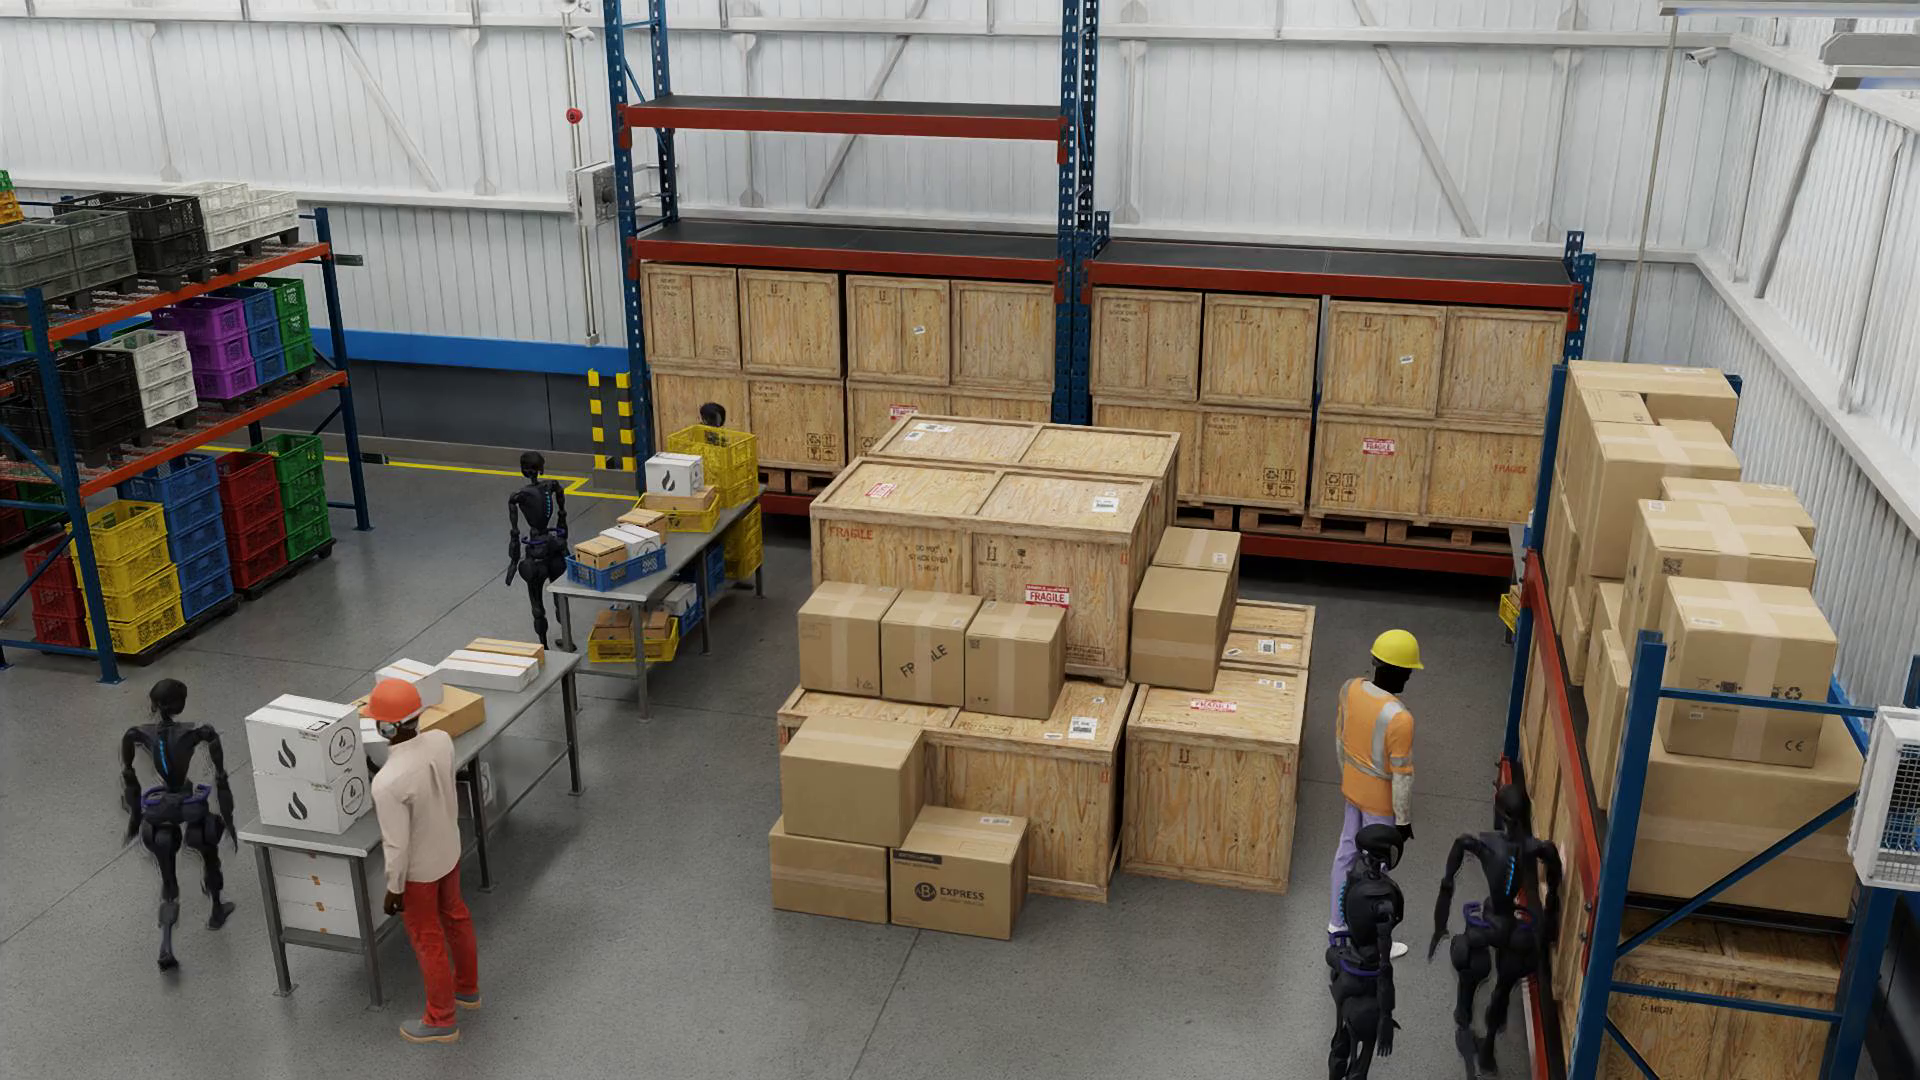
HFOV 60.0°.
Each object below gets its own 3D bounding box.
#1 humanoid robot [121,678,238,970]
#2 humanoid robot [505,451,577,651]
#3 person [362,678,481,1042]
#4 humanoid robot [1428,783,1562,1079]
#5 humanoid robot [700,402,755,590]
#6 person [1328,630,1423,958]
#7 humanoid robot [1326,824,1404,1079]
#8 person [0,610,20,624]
[{"bbox_3d":[-4.314,1.537,9.131,0.611,1.631,0.718,-4,21,-9],"label":"humanoid robot"},{"bbox_3d":[-3.218,0.111,12.764,0.312,1.657,0.608,13,25,31],"label":"humanoid robot"},{"bbox_3d":[-2.733,1.614,8.407,0.392,1.994,0.610,5,22,13],"label":"person"},{"bbox_3d":[2.586,1.946,8.004,0.581,1.634,0.624,2,21,5],"label":"humanoid robot"},{"bbox_3d":[-2.090,-0.380,14.100,0.633,1.642,0.594,2,21,5],"label":"humanoid robot"},{"bbox_3d":[2.282,1.385,9.116,0.378,1.916,0.585,-8,22,-21],"label":"person"},{"bbox_3d":[1.875,2.047,7.698,0.318,1.657,0.603,-1,21,-4],"label":"humanoid robot"},{"bbox_3d":[-7.807,-0.090,13.051,0.590,1.865,0.741,19,28,41],"label":"person"}]
